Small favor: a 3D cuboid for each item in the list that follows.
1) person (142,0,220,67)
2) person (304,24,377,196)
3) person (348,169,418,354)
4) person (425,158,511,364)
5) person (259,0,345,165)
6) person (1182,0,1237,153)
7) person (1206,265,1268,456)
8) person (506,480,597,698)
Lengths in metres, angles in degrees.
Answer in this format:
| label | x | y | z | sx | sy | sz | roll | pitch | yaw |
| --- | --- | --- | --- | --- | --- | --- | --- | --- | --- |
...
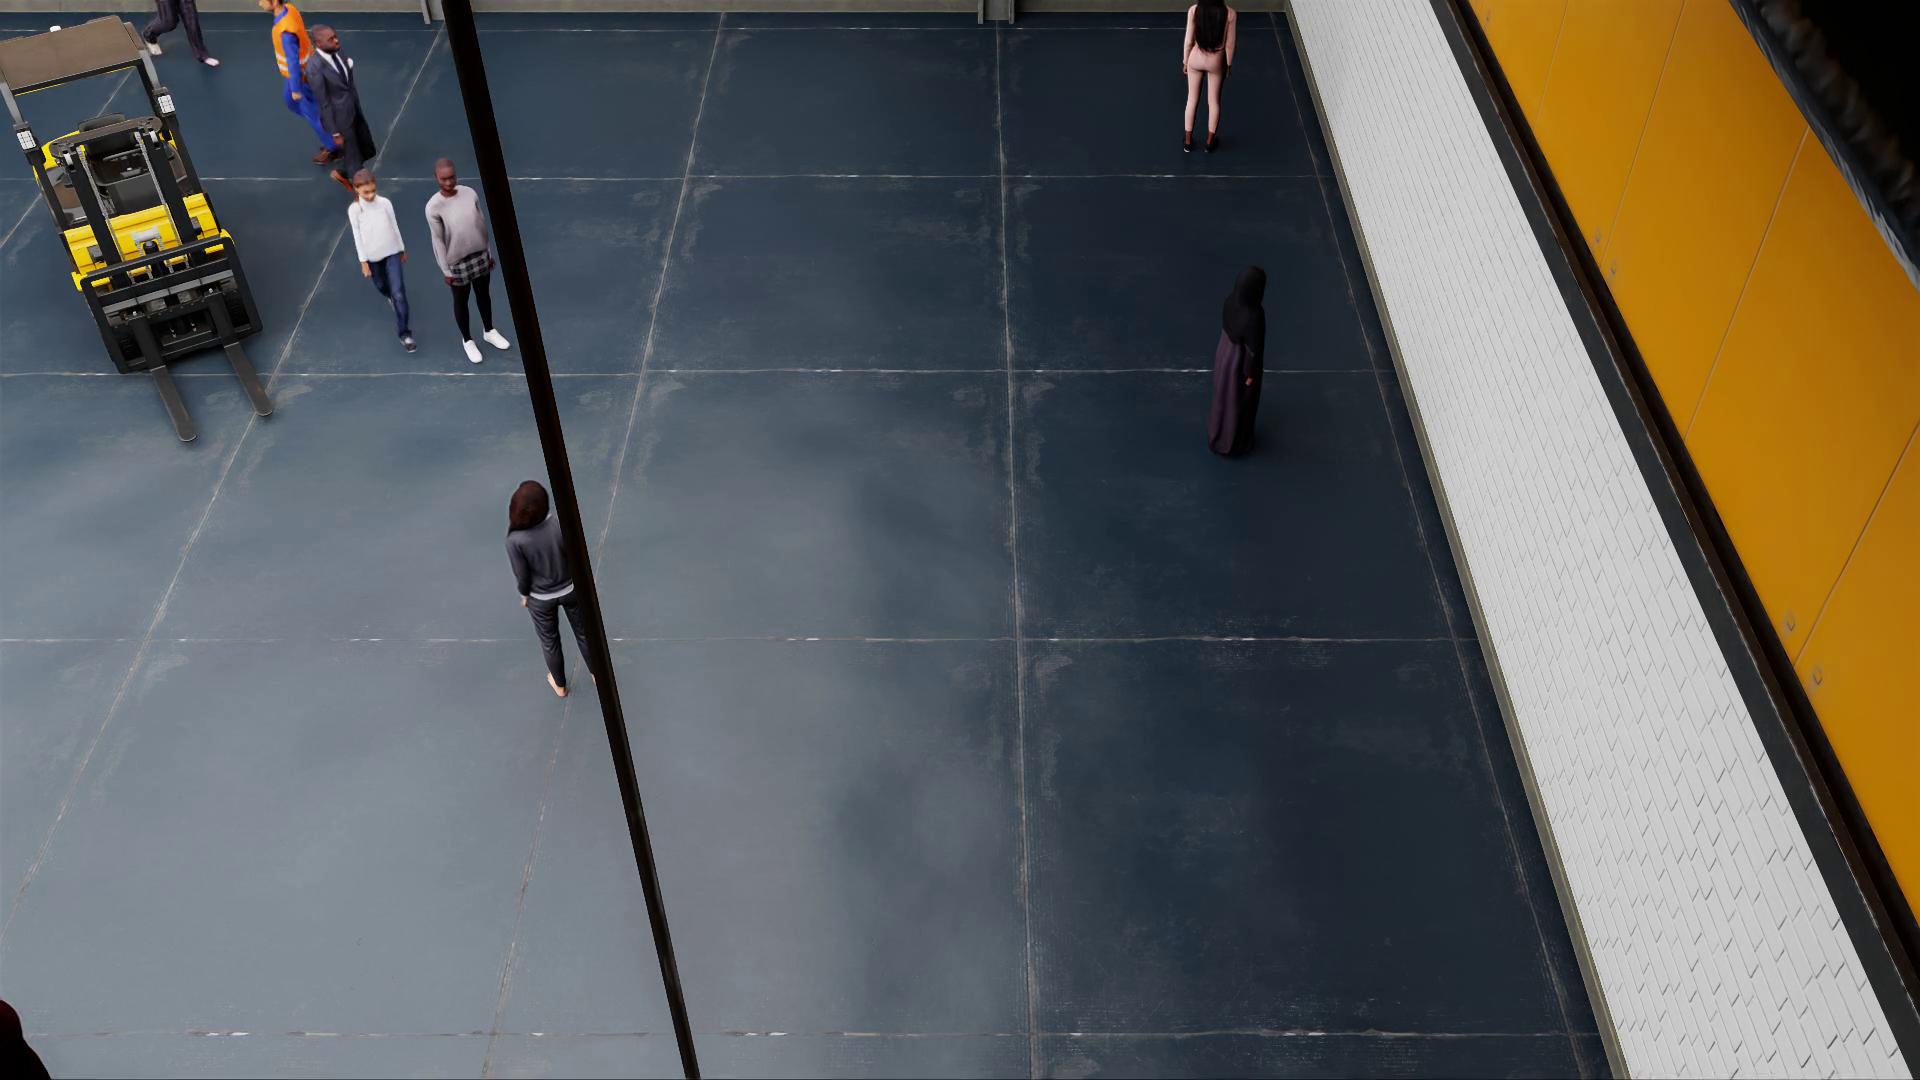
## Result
| label | x | y | z | sx | sy | sz | roll | pitch | yaw |
| --- | --- | --- | --- | --- | --- | --- | --- | --- | --- |
| person | -8.074 | -5.664 | 16.753 | 1.086 | 1.855 | 0.895 | 15 | 46 | 15 |
| person | -5.536 | -3.724 | 14.749 | 0.949 | 1.809 | 0.825 | 11 | 45 | 11 |
| person | -4.717 | -2.357 | 13.523 | 1.073 | 1.522 | 0.833 | -14 | 45 | -14 |
| person | -3.939 | -2.247 | 13.226 | 0.678 | 1.772 | 0.743 | -34 | 53 | -31 |
| person | -5.962 | -4.286 | 15.318 | 0.807 | 1.838 | 0.812 | -10 | 44 | -10 |
| person | 2.313 | -4.453 | 15.578 | 0.537 | 1.721 | 0.716 | 9 | 44 | 9 |
| person | 2.080 | -1.366 | 12.415 | 0.700 | 1.616 | 0.676 | -13 | 45 | -13 |
| person | -2.566 | 0.307 | 10.548 | 0.617 | 1.768 | 0.748 | -19 | 47 | -19 |
